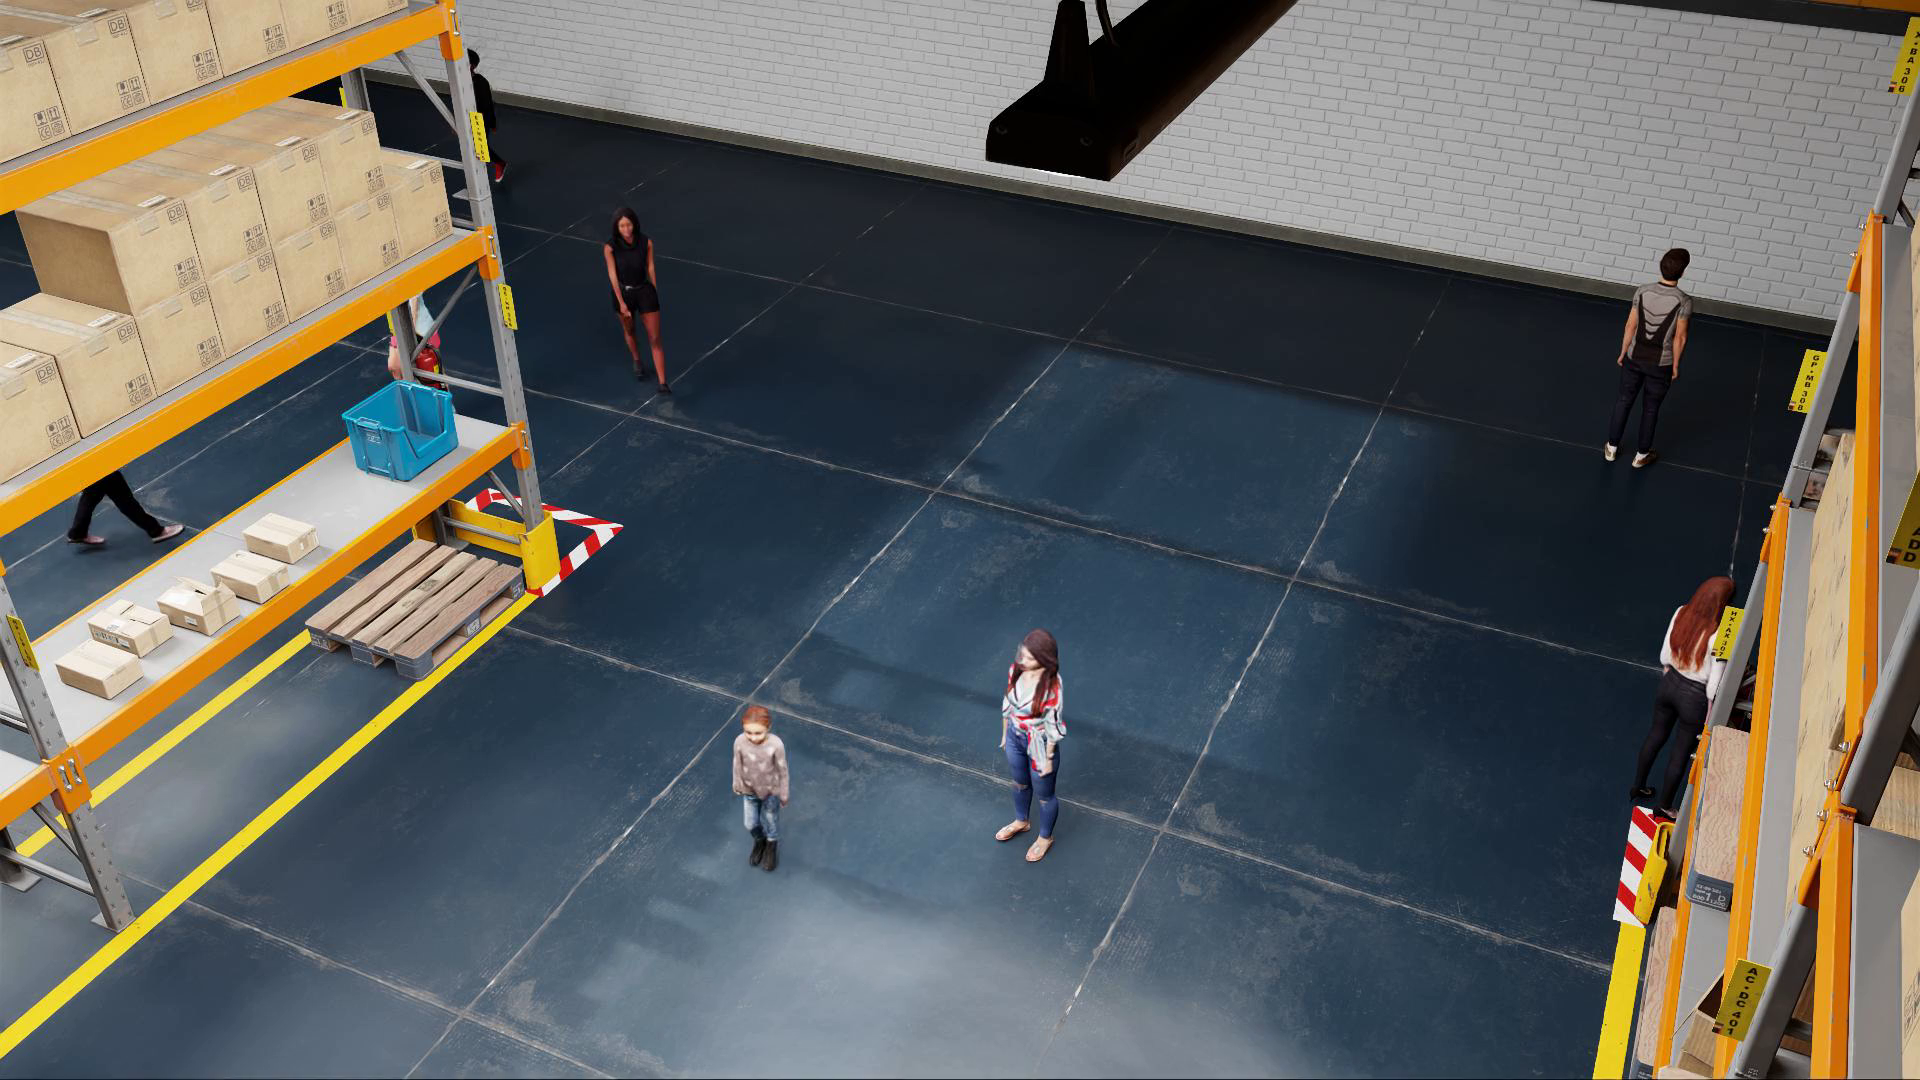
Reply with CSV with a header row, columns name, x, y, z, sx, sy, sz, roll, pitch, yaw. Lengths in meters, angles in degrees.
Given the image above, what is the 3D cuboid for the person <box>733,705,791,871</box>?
name,x,y,z,sx,sy,sz,roll,pitch,yaw
person,-1.159,1.417,9.824,0.553,1.188,0.546,3,34,5

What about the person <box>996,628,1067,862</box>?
name,x,y,z,sx,sy,sz,roll,pitch,yaw
person,0.434,1.184,9.790,0.625,1.614,0.651,-28,43,-36

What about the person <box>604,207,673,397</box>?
name,x,y,z,sx,sy,sz,roll,pitch,yaw
person,-2.907,-2.152,14.739,1.106,1.692,1.195,-11,35,-17

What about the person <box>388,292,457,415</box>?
name,x,y,z,sx,sy,sz,roll,pitch,yaw
person,-4.557,-1.799,14.156,0.728,1.749,0.886,28,43,35

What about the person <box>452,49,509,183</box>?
name,x,y,z,sx,sy,sz,roll,pitch,yaw
person,-5.360,-4.668,18.571,0.609,1.640,1.090,13,36,19

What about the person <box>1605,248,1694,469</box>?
name,x,y,z,sx,sy,sz,roll,pitch,yaw
person,5.625,-1.486,13.553,0.687,1.895,0.620,22,39,30

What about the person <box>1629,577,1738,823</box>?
name,x,y,z,sx,sy,sz,roll,pitch,yaw
person,4.362,0.954,10.004,0.706,1.760,0.664,-14,36,-20
